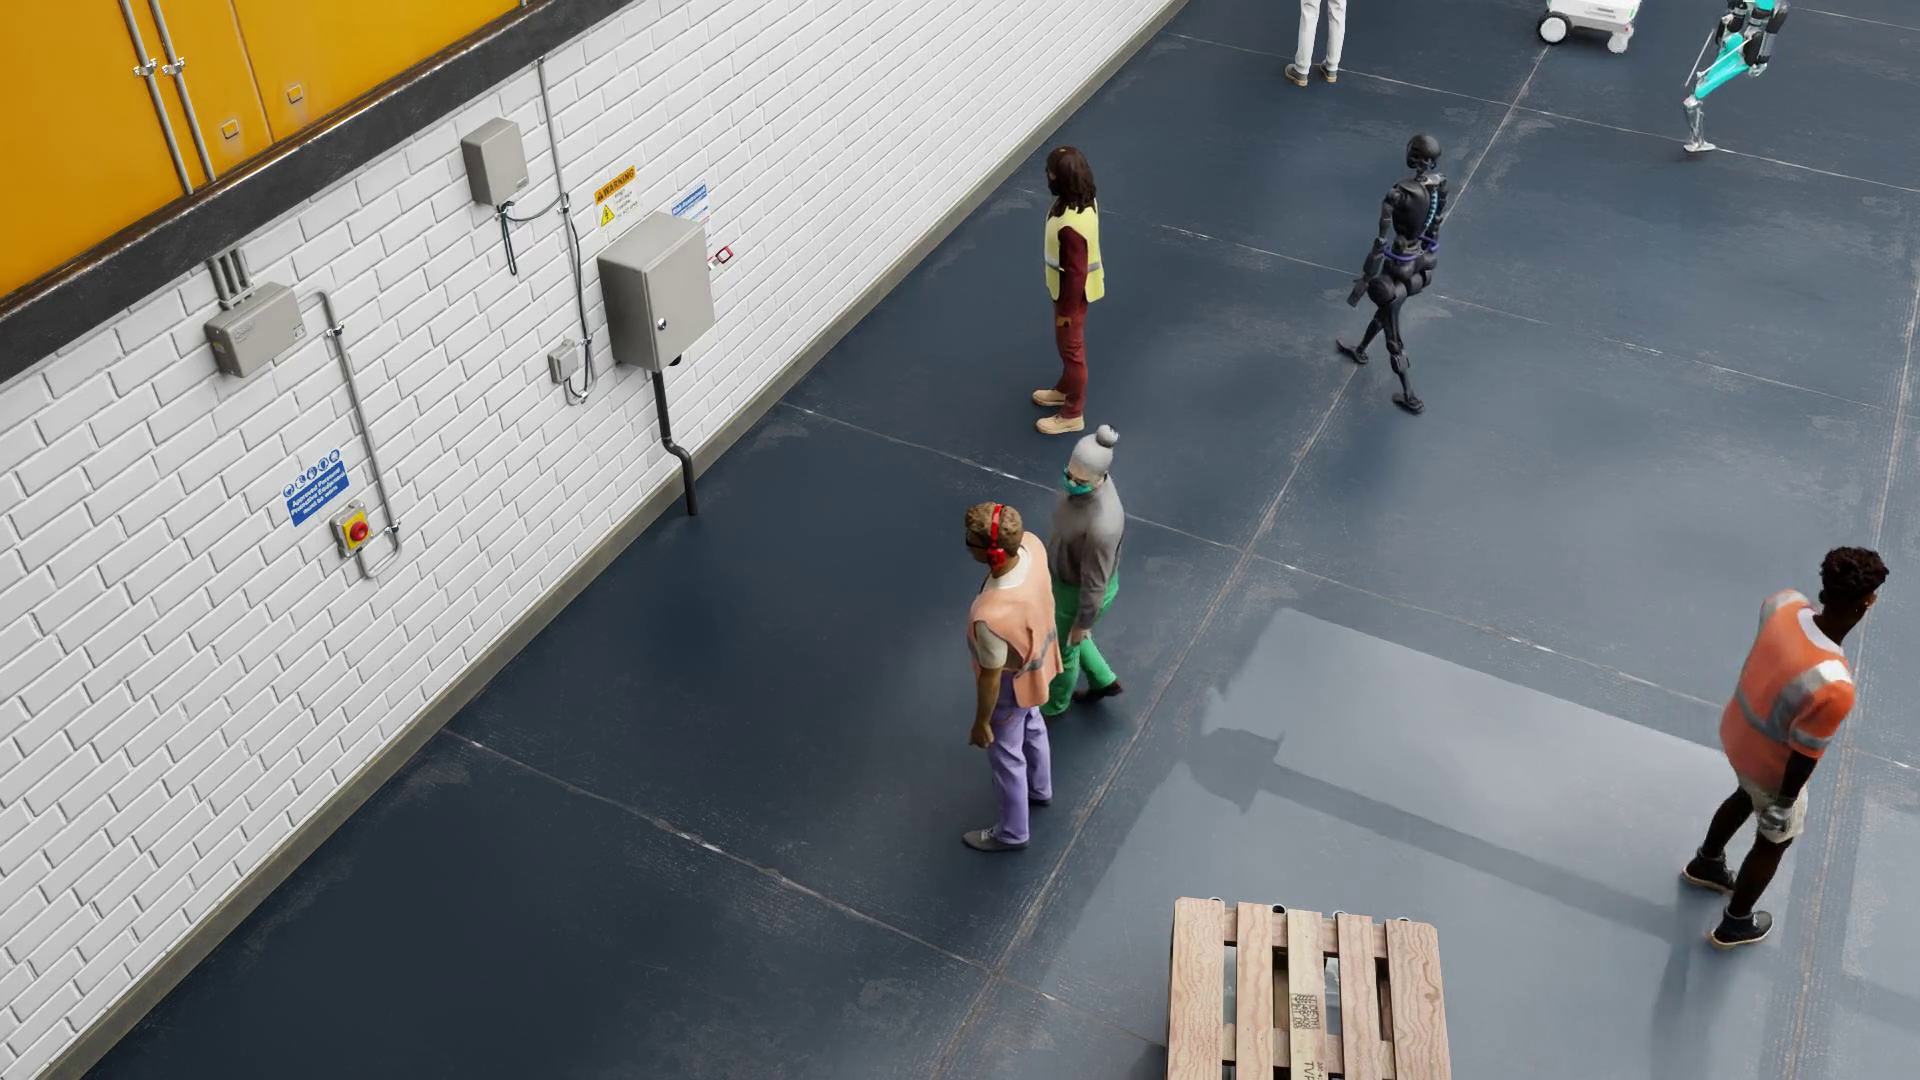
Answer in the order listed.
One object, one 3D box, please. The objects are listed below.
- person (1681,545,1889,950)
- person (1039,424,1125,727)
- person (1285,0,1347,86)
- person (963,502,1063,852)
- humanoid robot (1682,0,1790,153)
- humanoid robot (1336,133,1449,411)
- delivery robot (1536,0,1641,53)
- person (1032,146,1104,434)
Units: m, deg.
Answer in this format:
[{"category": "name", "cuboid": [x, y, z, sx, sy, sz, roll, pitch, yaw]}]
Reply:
[{"category": "person", "cuboid": [3.307, 0.809, 6.630, 0.529, 1.926, 0.638, -2, 41, -2]}, {"category": "person", "cuboid": [0.523, 0.169, 7.450, 0.532, 1.825, 0.591, -7, 41, -8]}, {"category": "person", "cuboid": [2.806, -4.412, 12.717, 0.582, 1.881, 0.337, -7, 41, -8]}, {"category": "person", "cuboid": [0.213, 0.590, 6.963, 0.402, 1.832, 0.576, 15, 43, 16]}, {"category": "humanoid robot", "cuboid": [5.372, -3.464, 11.765, 0.738, 1.840, 0.543, -10, 42, -11]}, {"category": "humanoid robot", "cuboid": [2.533, -1.581, 9.636, 0.611, 1.627, 0.793, -26, 47, -27]}, {"category": "delivery robot", "cuboid": [5.177, -4.362, 13.667, 0.773, 0.582, 0.499, 18, 44, 19]}, {"category": "person", "cuboid": [0.617, -1.384, 9.293, 0.379, 1.769, 0.466, 1, 41, 1]}]
